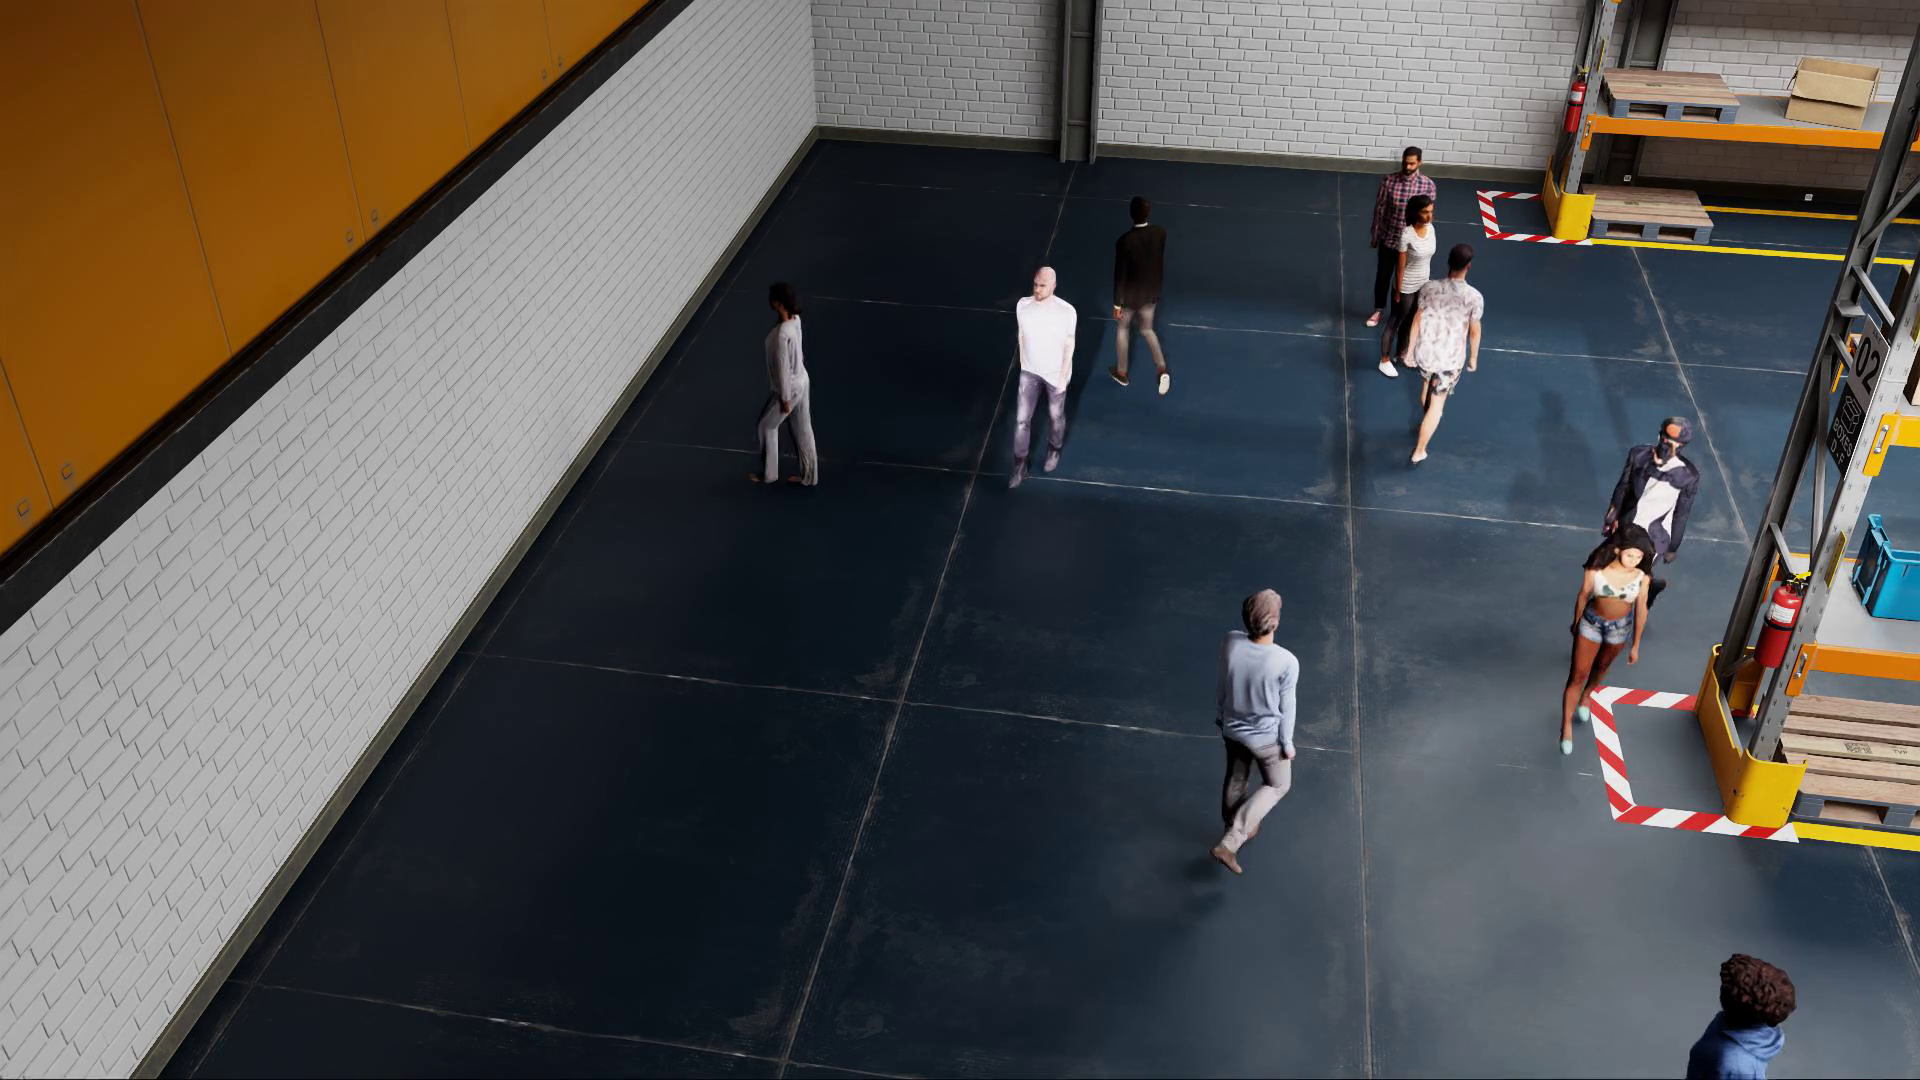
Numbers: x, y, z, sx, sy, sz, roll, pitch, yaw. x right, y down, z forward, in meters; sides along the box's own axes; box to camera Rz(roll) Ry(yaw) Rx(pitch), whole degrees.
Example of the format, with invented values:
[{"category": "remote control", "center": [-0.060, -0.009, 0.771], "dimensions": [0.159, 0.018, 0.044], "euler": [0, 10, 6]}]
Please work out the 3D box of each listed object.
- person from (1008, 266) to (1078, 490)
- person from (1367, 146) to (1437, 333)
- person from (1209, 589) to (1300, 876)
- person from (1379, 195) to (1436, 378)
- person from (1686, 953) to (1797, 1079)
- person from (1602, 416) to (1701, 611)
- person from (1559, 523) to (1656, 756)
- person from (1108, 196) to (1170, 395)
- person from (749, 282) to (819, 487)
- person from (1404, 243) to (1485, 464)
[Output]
[{"category": "person", "center": [0.718, -1.352, 13.155], "dimensions": [0.955, 1.802, 0.829], "euler": [11, 35, 17]}, {"category": "person", "center": [4.074, -2.791, 15.361], "dimensions": [0.593, 1.756, 0.792], "euler": [12, 36, 18]}, {"category": "person", "center": [1.605, 1.128, 9.351], "dimensions": [0.967, 1.881, 0.990], "euler": [28, 42, 35]}, {"category": "person", "center": [3.958, -2.255, 14.654], "dimensions": [0.654, 1.647, 0.712], "euler": [-22, 39, -29]}, {"category": "person", "center": [3.385, 2.569, 7.281], "dimensions": [1.191, 1.774, 0.935], "euler": [17, 37, 24]}, {"category": "person", "center": [4.611, -0.051, 11.143], "dimensions": [1.186, 1.862, 1.141], "euler": [-20, 39, -28]}, {"category": "person", "center": [4.071, 0.537, 10.512], "dimensions": [0.821, 1.583, 0.642], "euler": [8, 34, 11]}, {"category": "person", "center": [1.577, -2.059, 14.239], "dimensions": [1.074, 1.780, 1.066], "euler": [-15, 36, -21]}, {"category": "person", "center": [-1.246, -1.177, 12.935], "dimensions": [0.793, 1.754, 0.624], "euler": [9, 35, 13]}, {"category": "person", "center": [3.835, -1.456, 13.343], "dimensions": [1.177, 1.766, 1.030], "euler": [18, 38, 25]}]
